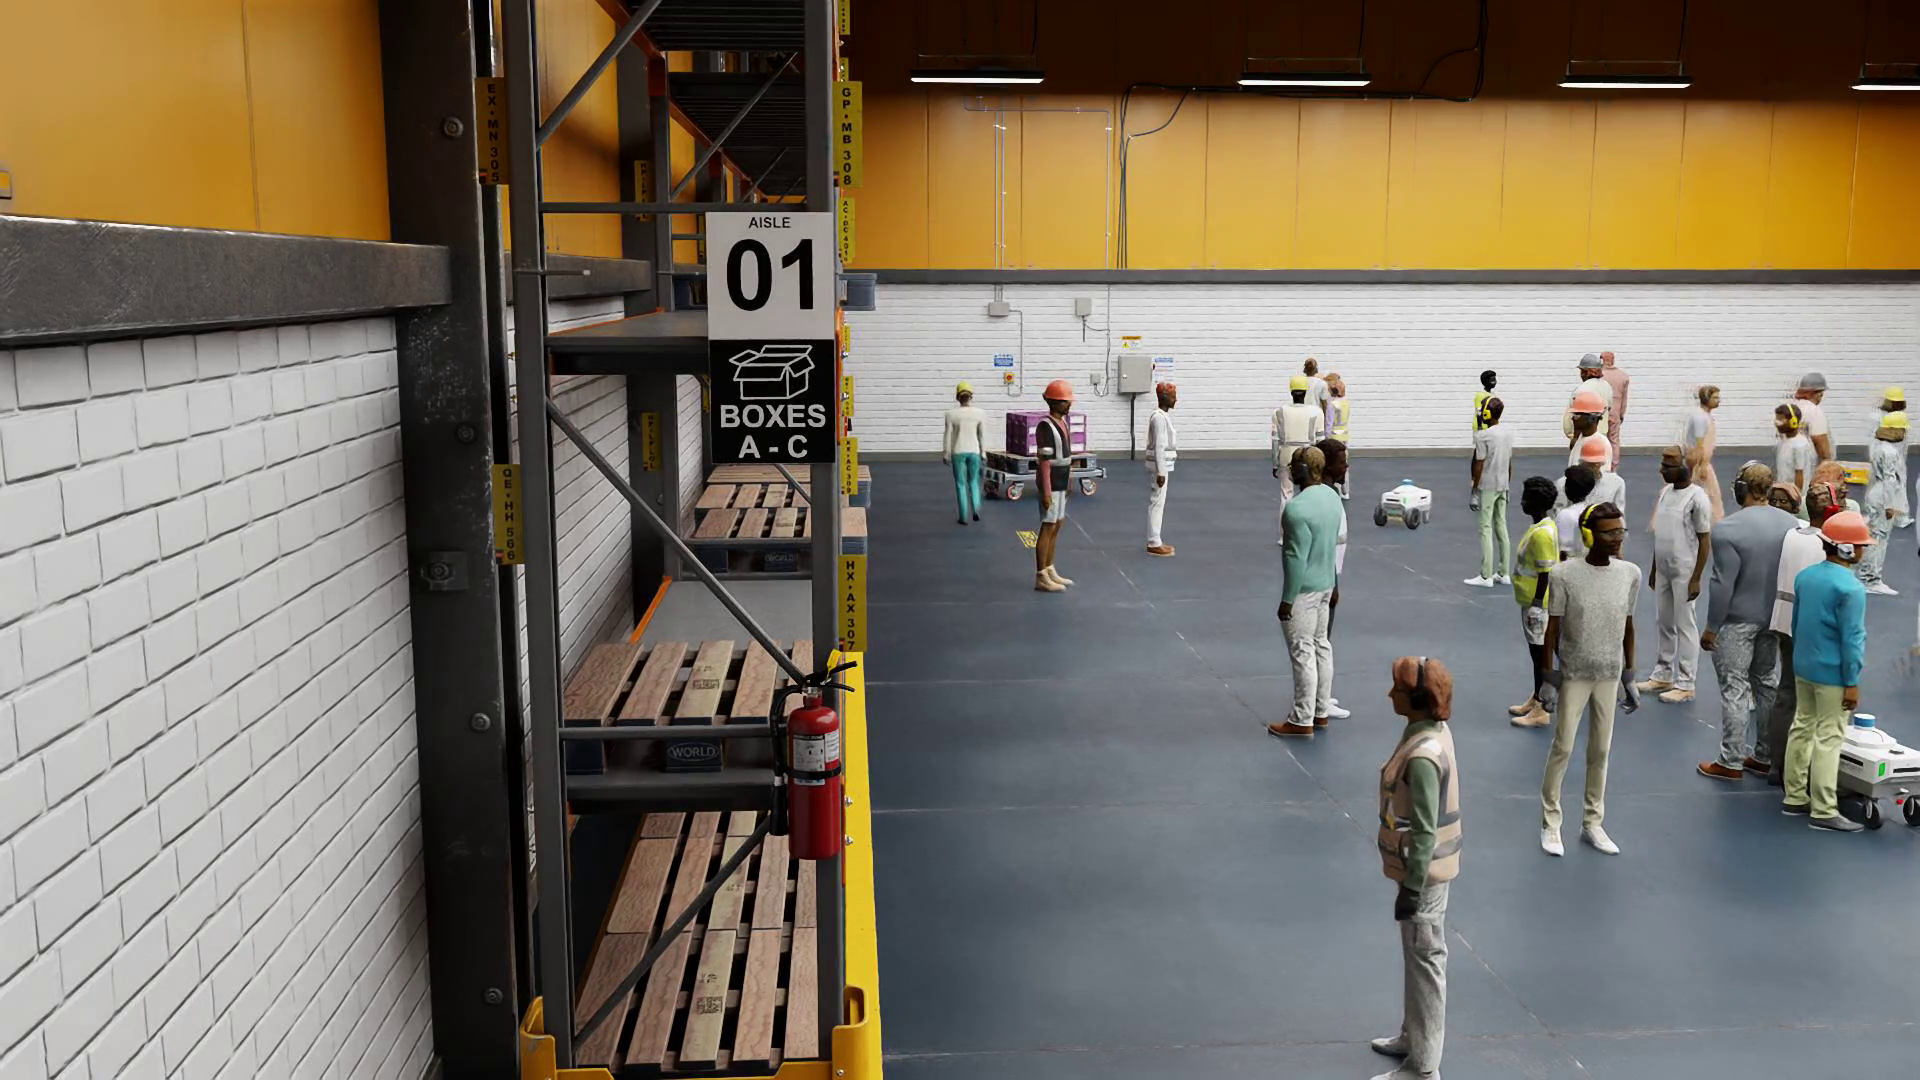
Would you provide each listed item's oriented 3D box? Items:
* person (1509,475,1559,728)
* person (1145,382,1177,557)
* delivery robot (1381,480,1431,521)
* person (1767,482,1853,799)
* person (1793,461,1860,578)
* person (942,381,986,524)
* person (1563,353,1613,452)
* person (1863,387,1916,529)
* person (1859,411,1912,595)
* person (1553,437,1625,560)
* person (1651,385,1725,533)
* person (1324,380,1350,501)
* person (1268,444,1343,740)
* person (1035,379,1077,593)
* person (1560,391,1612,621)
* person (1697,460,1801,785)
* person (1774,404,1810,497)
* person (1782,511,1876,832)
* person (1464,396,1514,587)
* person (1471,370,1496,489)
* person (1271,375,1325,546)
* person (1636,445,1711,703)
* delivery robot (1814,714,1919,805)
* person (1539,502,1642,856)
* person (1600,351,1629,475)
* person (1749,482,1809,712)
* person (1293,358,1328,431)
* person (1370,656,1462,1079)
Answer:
[{"bbox_3d":[3.877,0.414,11.196,0.317,1.695,0.540,3,9,17],"label":"person"},{"bbox_3d":[2.179,-0.769,18.032,0.337,1.882,0.584,1,9,8],"label":"person"},{"bbox_3d":[5.399,-0.483,20.109,0.477,0.478,0.707,8,12,41],"label":"delivery robot"},{"bbox_3d":[4.955,0.577,9.700,0.390,1.846,0.563,-2,9,-11],"label":"person"},{"bbox_3d":[6.556,0.211,12.664,0.498,1.634,0.284,7,11,38],"label":"person"},{"bbox_3d":[0.050,-1.058,20.288,0.527,1.753,0.374,-3,10,-18],"label":"person"},{"bbox_3d":[8.001,-1.372,21.332,0.674,2.000,0.535,-8,12,-39],"label":"person"},{"bbox_3d":[11.166,-0.980,19.951,0.504,1.691,0.913,1,9,4],"label":"person"},{"bbox_3d":[8.855,-0.359,15.898,0.311,1.743,0.493,3,9,17],"label":"person"},{"bbox_3d":[5.105,0.024,13.519,0.570,1.738,0.353,1,9,8],"label":"person"},{"bbox_3d":[8.448,-0.880,19.033,0.980,1.798,0.534,7,11,37],"label":"person"},{"bbox_3d":[5.067,-1.331,22.352,0.314,1.632,0.517,8,12,39],"label":"person"},{"bbox_3d":[2.272,0.336,10.925,0.358,1.938,0.636,7,11,36],"label":"person"},{"bbox_3d":[0.932,-0.522,15.990,0.391,2.040,0.615,3,10,19],"label":"person"},{"bbox_3d":[5.358,-0.255,14.307,0.378,2.045,0.605,0,9,2],"label":"person"},{"bbox_3d":[4.710,0.492,9.947,0.634,1.938,0.355,-3,10,-20],"label":"person"},{"bbox_3d":[7.748,-0.351,15.553,0.384,1.852,0.543,2,9,14],"label":"person"},{"bbox_3d":[4.798,0.709,9.158,0.341,1.752,0.563,0,9,-3],"label":"person"},{"bbox_3d":[5.196,-0.473,16.272,0.502,1.861,0.334,-6,11,-33],"label":"person"},{"bbox_3d":[7.458,-1.569,23.644,0.322,1.696,0.536,7,11,37],"label":"person"},{"bbox_3d":[3.765,-0.875,18.559,0.587,1.929,0.361,2,9,15],"label":"person"},{"bbox_3d":[5.101,0.237,11.847,0.326,1.842,0.516,-2,9,-12],"label":"person"},{"bbox_3d":[5.084,1.226,9.378,0.477,0.478,0.707,-2,9,-11],"label":"delivery robot"},{"bbox_3d":[3.297,0.723,8.697,0.528,1.875,0.313,-1,9,-4],"label":"person"},{"bbox_3d":[9.693,-1.889,25.013,0.639,1.905,0.407,-1,9,-7],"label":"person"},{"bbox_3d":[5.574,0.416,11.358,0.522,1.640,0.306,7,12,38],"label":"person"},{"bbox_3d":[5.049,-1.699,24.001,0.508,1.846,0.345,3,10,20],"label":"person"},{"bbox_3d":[1.706,1.235,6.210,0.313,1.642,0.513,3,9,18],"label":"person"}]
